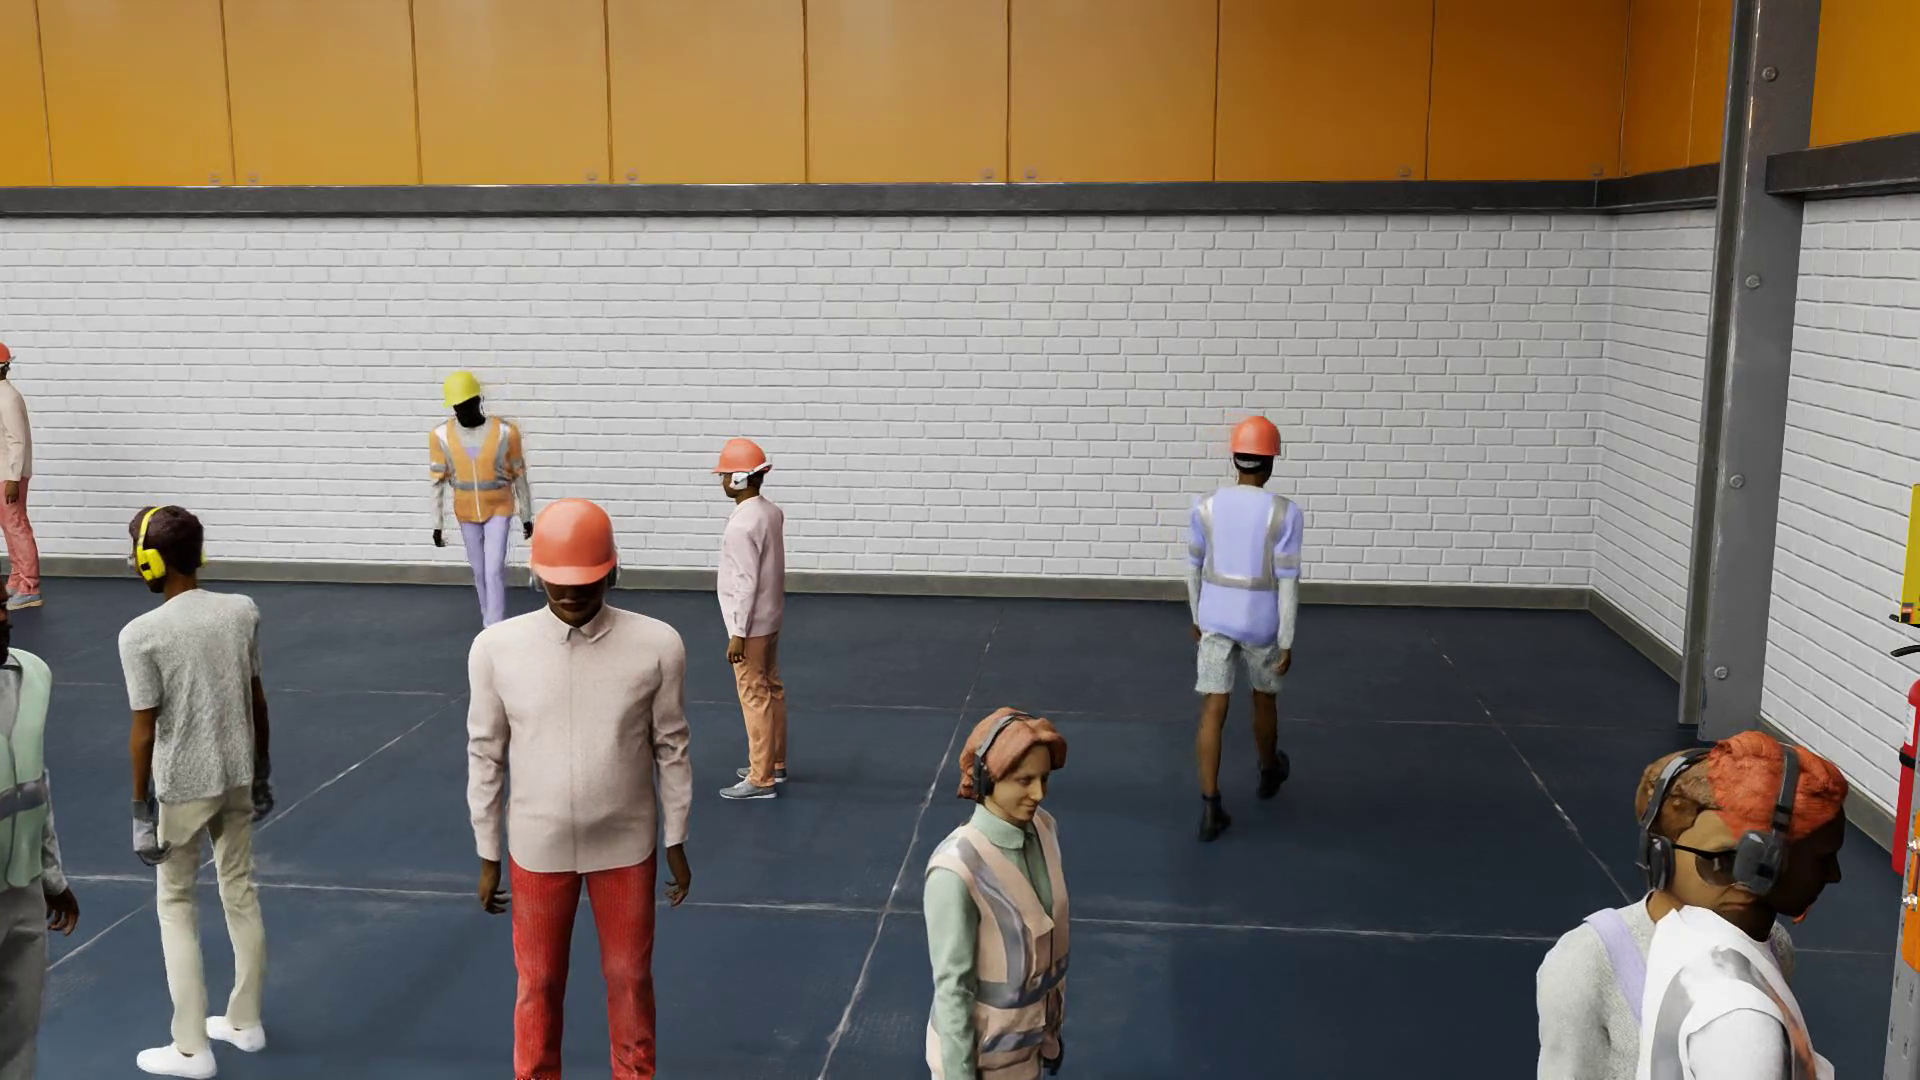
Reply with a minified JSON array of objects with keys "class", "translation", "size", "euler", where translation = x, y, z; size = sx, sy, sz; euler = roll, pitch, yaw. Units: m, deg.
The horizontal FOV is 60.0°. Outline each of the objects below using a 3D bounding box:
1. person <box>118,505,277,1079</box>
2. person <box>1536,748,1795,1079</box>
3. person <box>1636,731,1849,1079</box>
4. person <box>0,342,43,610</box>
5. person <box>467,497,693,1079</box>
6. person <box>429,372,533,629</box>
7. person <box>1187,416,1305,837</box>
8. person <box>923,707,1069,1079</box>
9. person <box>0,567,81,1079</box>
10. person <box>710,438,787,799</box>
[{"class":"person","translation":[-2.451,0.801,5.363],"size":[0.373,1.858,0.541],"euler":[5,11,29]},{"class":"person","translation":[1.194,1.244,2.850],"size":[0.507,1.846,0.351],"euler":[-4,11,-21]},{"class":"person","translation":[1.250,1.237,2.772],"size":[0.356,1.887,0.574],"euler":[2,10,10]},{"class":"person","translation":[-7.077,-0.486,12.324],"size":[0.382,1.993,0.622],"euler":[-8,13,-38]},{"class":"person","translation":[-1.053,0.857,4.659],"size":[0.614,1.986,0.407],"euler":[-2,10,-11]},{"class":"person","translation":[-3.118,-0.164,10.833],"size":[0.614,1.870,0.970],"euler":[0,10,-1]},{"class":"person","translation":[1.326,0.369,7.730],"size":[0.567,1.883,0.983],"euler":[5,11,24]},{"class":"person","translation":[0.086,1.182,3.799],"size":[0.313,1.637,0.513],"euler":[5,11,28]},{"class":"person","translation":[-2.569,0.946,4.347],"size":[0.391,1.918,0.590],"euler":[2,10,9]},{"class":"person","translation":[-1.031,0.377,8.074],"size":[0.342,1.748,0.573],"euler":[2,10,9]}]
